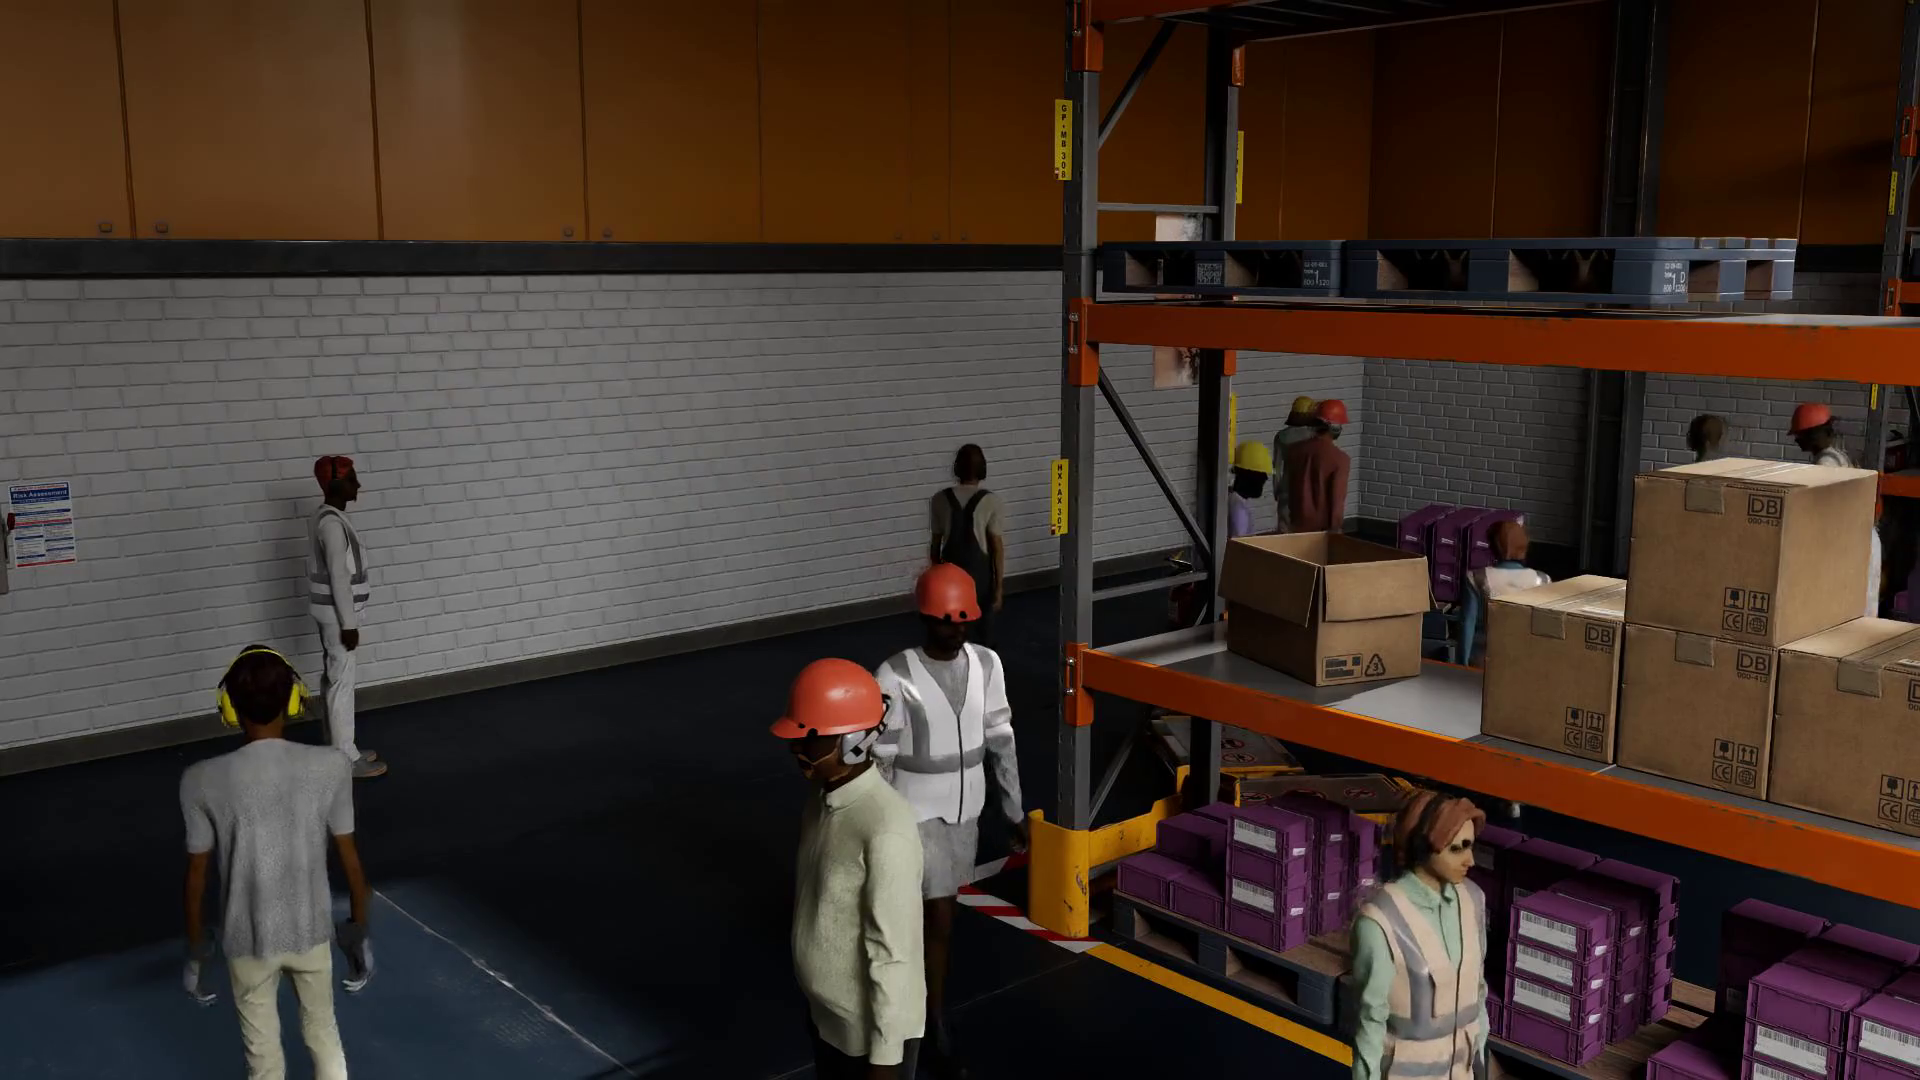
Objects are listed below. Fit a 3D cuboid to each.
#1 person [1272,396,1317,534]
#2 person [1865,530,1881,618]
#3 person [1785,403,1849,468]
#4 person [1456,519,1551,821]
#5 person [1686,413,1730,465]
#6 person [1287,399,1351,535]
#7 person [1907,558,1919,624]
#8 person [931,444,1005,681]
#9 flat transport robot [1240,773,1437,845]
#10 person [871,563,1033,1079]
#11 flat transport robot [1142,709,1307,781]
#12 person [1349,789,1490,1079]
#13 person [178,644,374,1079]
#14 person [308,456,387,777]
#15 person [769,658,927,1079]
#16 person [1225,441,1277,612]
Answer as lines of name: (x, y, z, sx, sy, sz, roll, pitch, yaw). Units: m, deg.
person: (3.162, -0.473, 15.519, 0.492, 1.742, 0.324, 5, 11, 28)
person: (4.964, 0.550, 9.219, 0.503, 1.855, 0.508, 7, 12, 36)
person: (6.040, 0.046, 11.748, 0.543, 1.996, 0.661, 7, 12, 36)
person: (2.966, 0.681, 9.181, 0.520, 1.601, 0.806, 1, 10, 4)
person: (5.457, 0.033, 12.096, 0.638, 1.911, 0.925, -9, 13, -43)
person: (2.724, -0.126, 12.956, 0.997, 1.952, 0.631, -9, 13, -41)
person: (4.711, 0.723, 7.949, 0.629, 1.940, 0.373, -9, 13, -43)
person: (0.072, 0.260, 11.035, 0.536, 1.803, 0.924, 3, 10, 15)
flat transport robot: (1.882, 1.424, 8.715, 1.431, 0.197, 0.652, -1, 10, -5)
person: (-0.013, 1.033, 6.233, 0.557, 1.907, 0.786, -7, 12, -35)
flat transport robot: (1.520, 1.255, 9.706, 0.652, 0.197, 1.431, -1, 10, -5)
person: (1.221, 1.458, 4.526, 0.537, 1.624, 0.465, -7, 12, -36)
person: (-2.121, 1.245, 5.149, 0.537, 1.855, 0.394, -6, 11, -32)
person: (-3.619, 0.445, 9.735, 0.354, 1.883, 0.572, -5, 11, -27)
person: (-0.302, 1.288, 4.520, 0.404, 1.987, 0.608, -5, 11, -26)
person: (1.714, 0.319, 10.428, 0.477, 1.901, 0.653, 0, 10, 3)
